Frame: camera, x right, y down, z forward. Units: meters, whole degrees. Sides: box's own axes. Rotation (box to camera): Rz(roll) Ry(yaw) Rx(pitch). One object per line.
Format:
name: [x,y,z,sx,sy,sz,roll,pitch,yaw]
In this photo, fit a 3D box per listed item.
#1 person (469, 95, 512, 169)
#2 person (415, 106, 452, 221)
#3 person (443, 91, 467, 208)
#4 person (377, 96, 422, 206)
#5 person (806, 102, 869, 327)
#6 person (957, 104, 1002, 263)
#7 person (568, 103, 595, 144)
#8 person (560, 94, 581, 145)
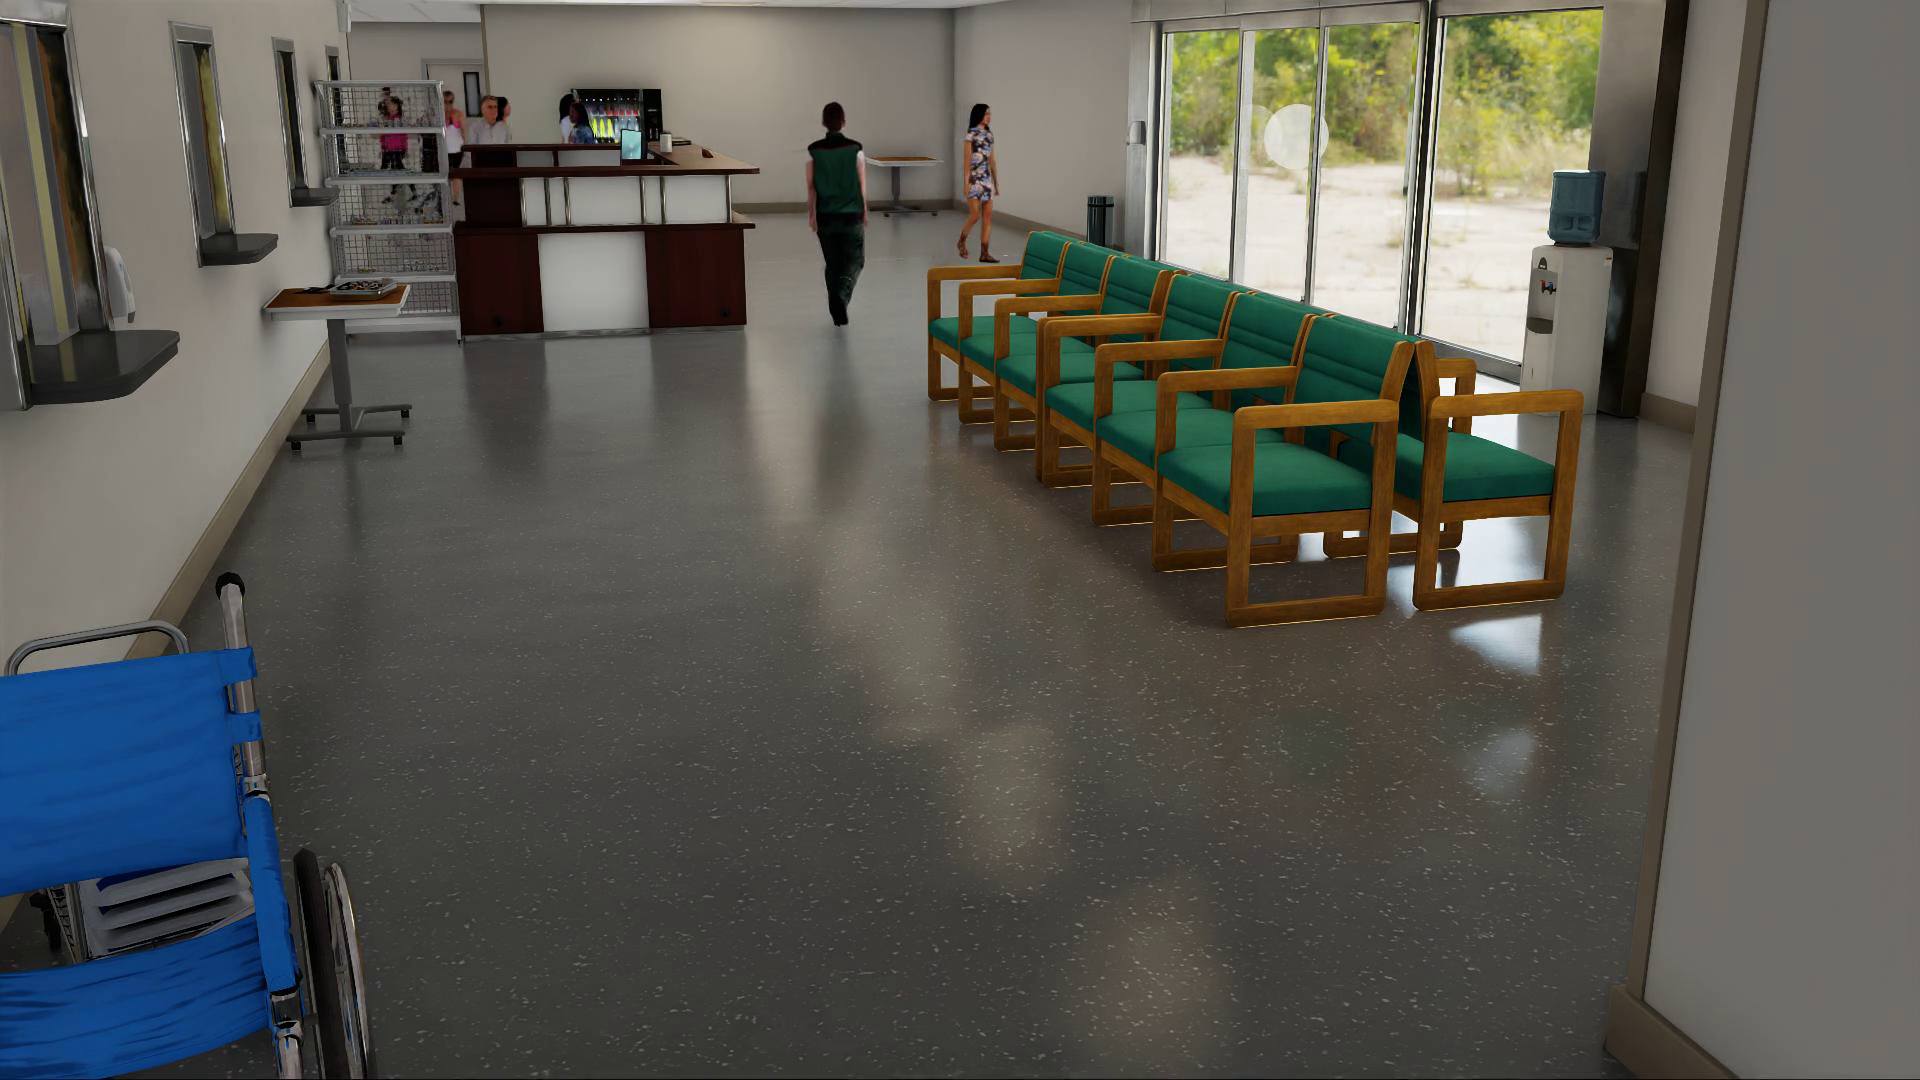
person: [-5.441,-4.219,19.260,0.849,1.814,0.858,-9,18,-29]
person: [-7.145,-5.030,22.489,0.911,1.623,0.817,4,16,14]
person: [-7.924,-6.091,25.977,0.615,1.772,0.681,-3,16,-10]
person: [-8.855,-6.117,26.284,1.113,1.655,1.135,8,17,25]
person: [-0.989,-2.627,13.597,1.043,1.823,0.948,2,16,6]
person: [0.170,-3.953,18.477,0.886,1.727,0.830,15,21,42]
person: [-4.484,-4.426,20.221,0.971,1.691,0.855,-12,20,-36]
person: [-4.716,-4.515,20.309,0.844,1.815,0.809,-11,19,-34]
